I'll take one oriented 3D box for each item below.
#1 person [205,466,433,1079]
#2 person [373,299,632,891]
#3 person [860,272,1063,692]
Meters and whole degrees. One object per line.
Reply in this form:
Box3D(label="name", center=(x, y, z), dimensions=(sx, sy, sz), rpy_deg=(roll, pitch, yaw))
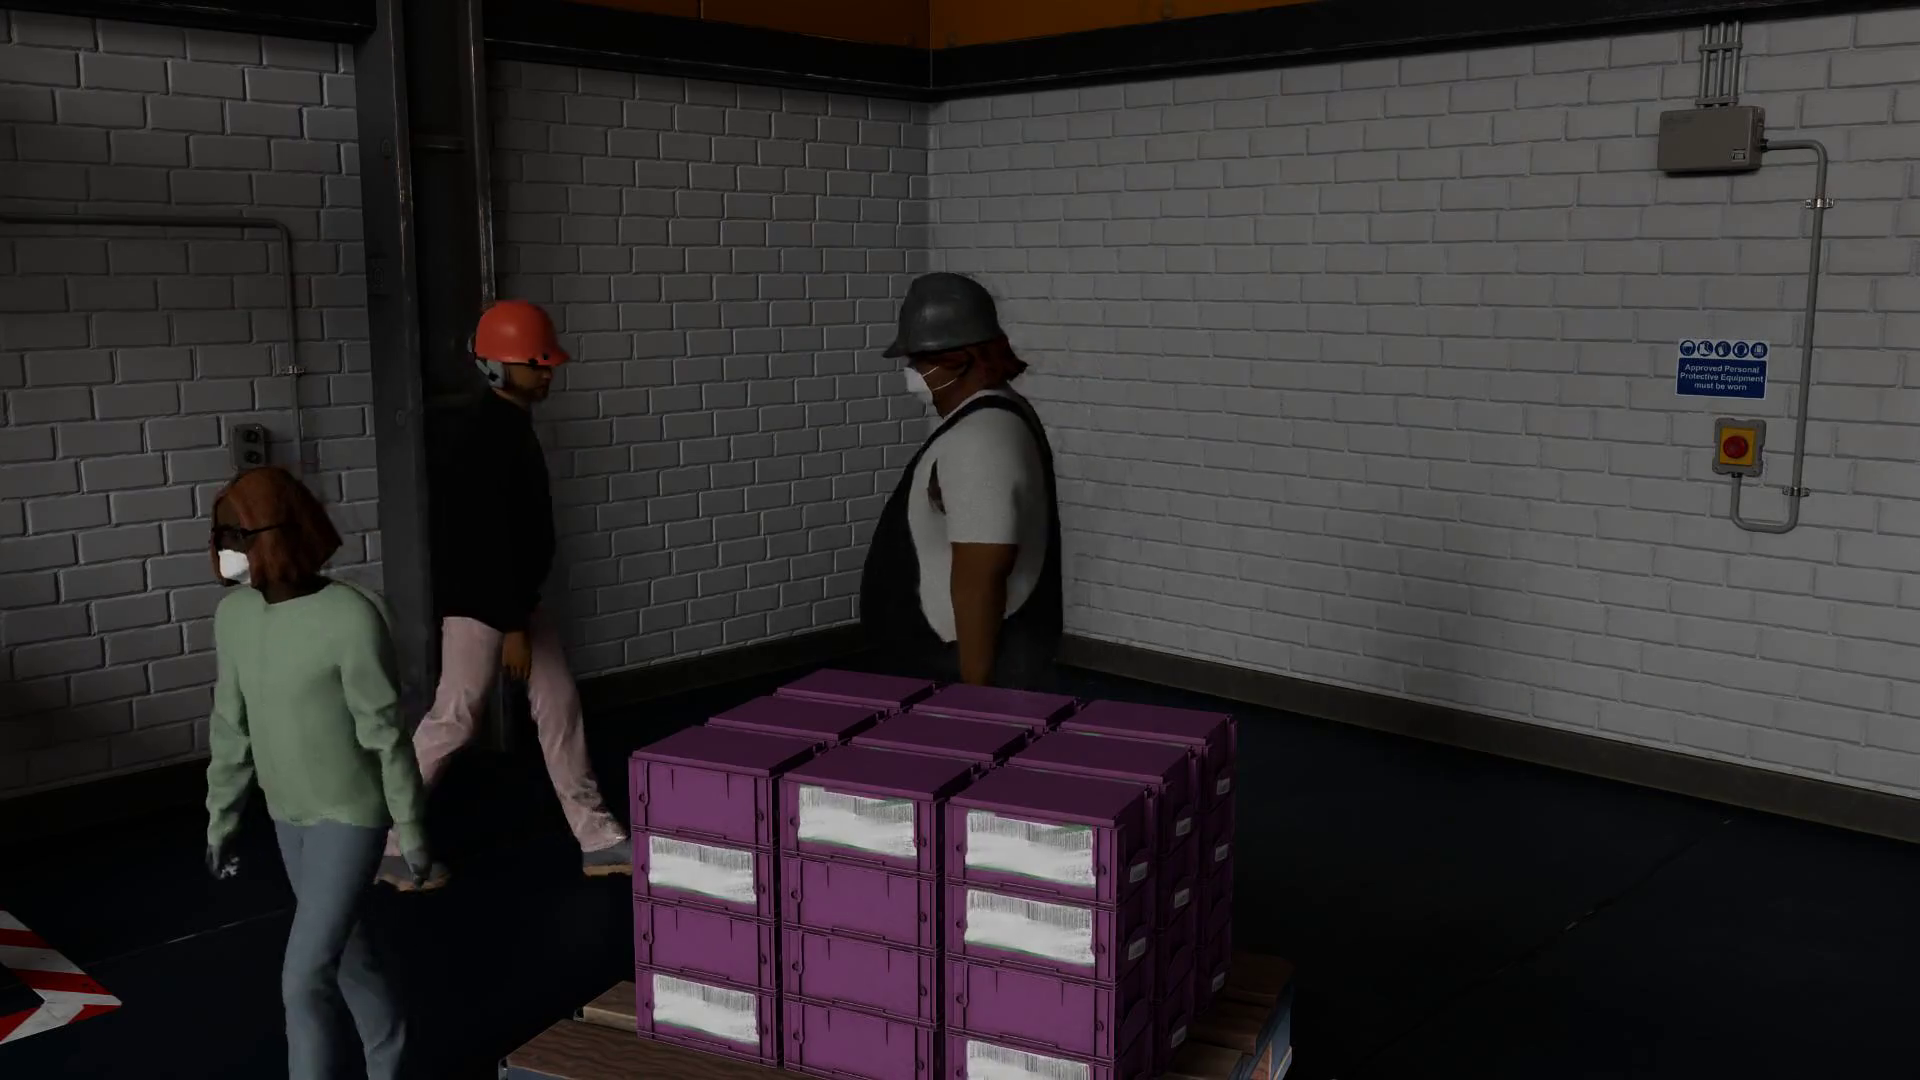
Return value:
Box3D(label="person", center=(-1.454, 0.644, 3.603), dimensions=(0.516, 1.597, 0.736), rpy_deg=(6, 11, 31))
Box3D(label="person", center=(-1.505, 0.196, 5.353), dimensions=(1.031, 1.938, 0.644), rpy_deg=(0, 9, -2))
Box3D(label="person", center=(0.004, 0.283, 4.477), dimensions=(0.540, 2.000, 0.707), rpy_deg=(2, 9, 9))
